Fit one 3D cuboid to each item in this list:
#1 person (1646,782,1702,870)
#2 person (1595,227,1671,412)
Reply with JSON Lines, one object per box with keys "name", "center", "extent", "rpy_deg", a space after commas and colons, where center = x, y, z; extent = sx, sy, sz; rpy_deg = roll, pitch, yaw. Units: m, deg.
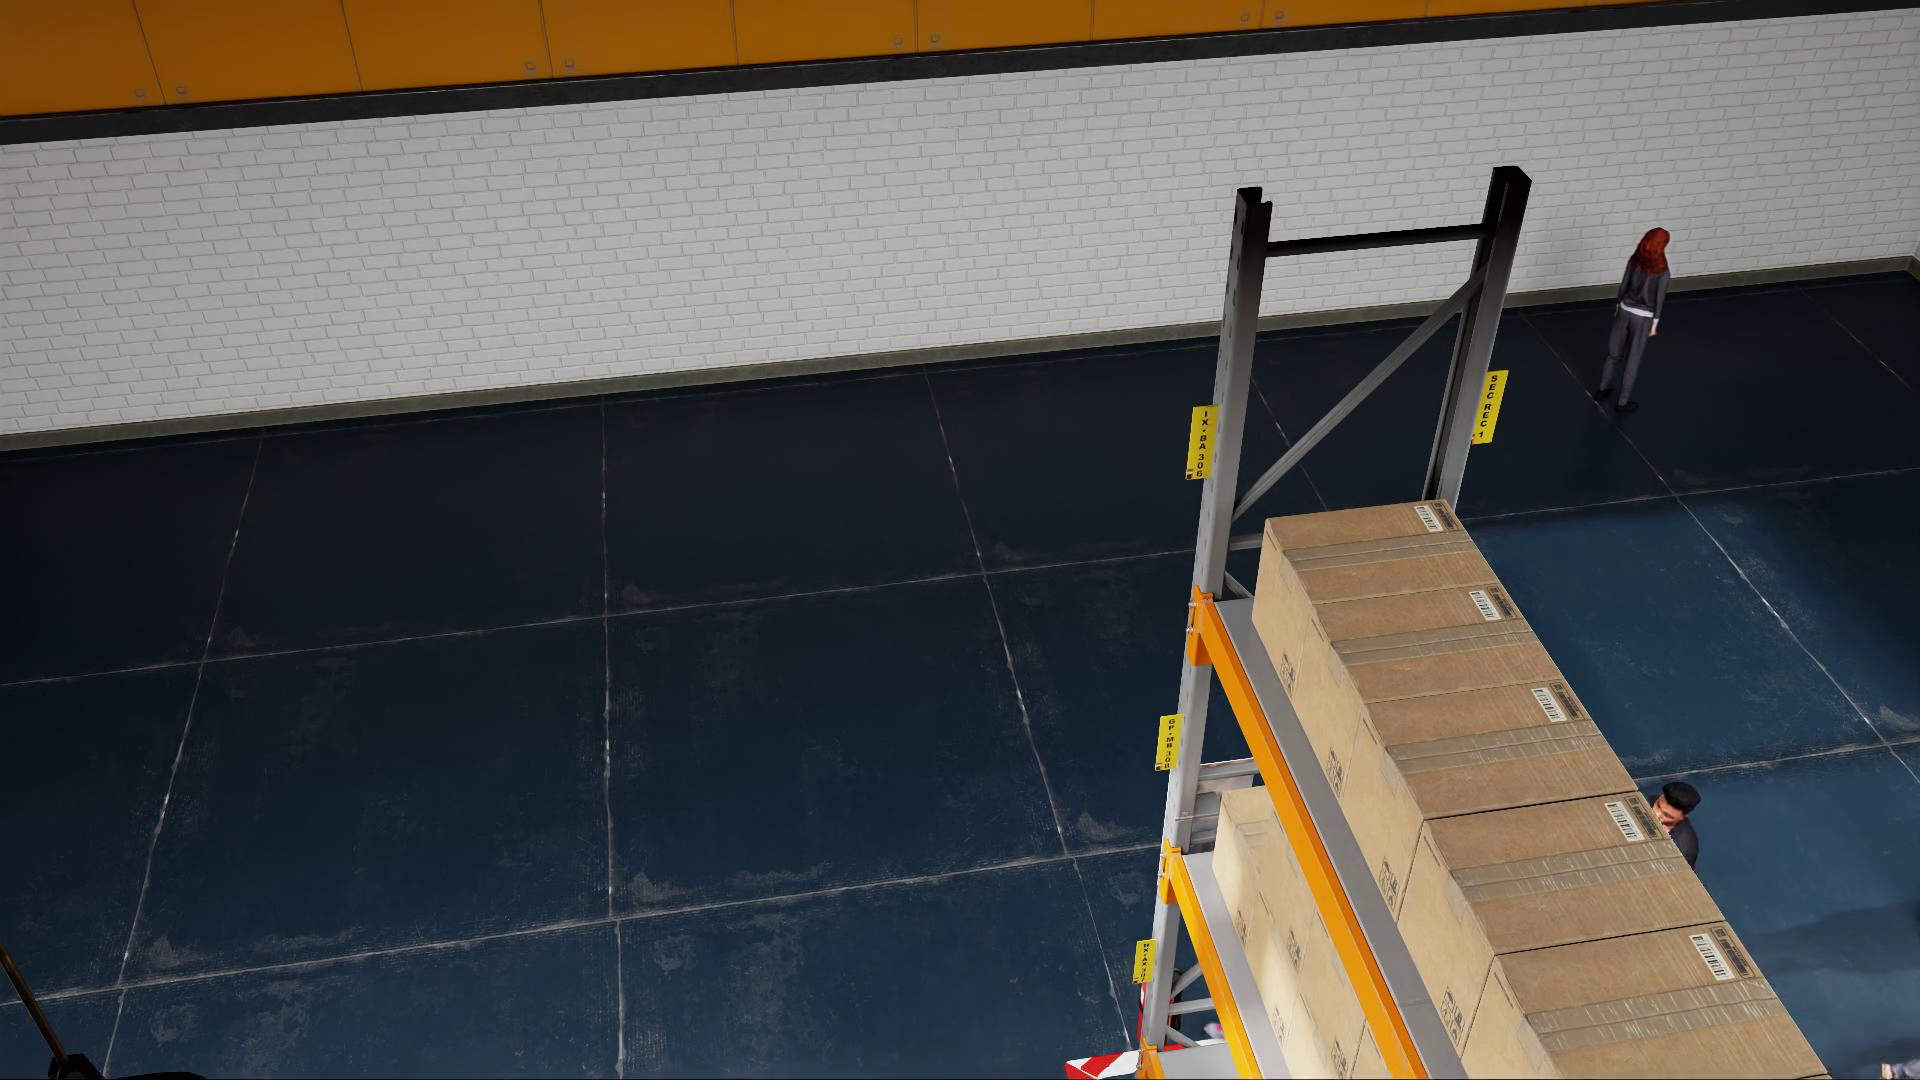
{"name": "person", "center": [4.128, 2.047, 9.735], "extent": [0.789, 1.749, 1.140], "rpy_deg": [-4, 39, -5]}
{"name": "person", "center": [5.977, -1.960, 14.729], "extent": [0.710, 1.779, 0.574], "rpy_deg": [-23, 44, -26]}
